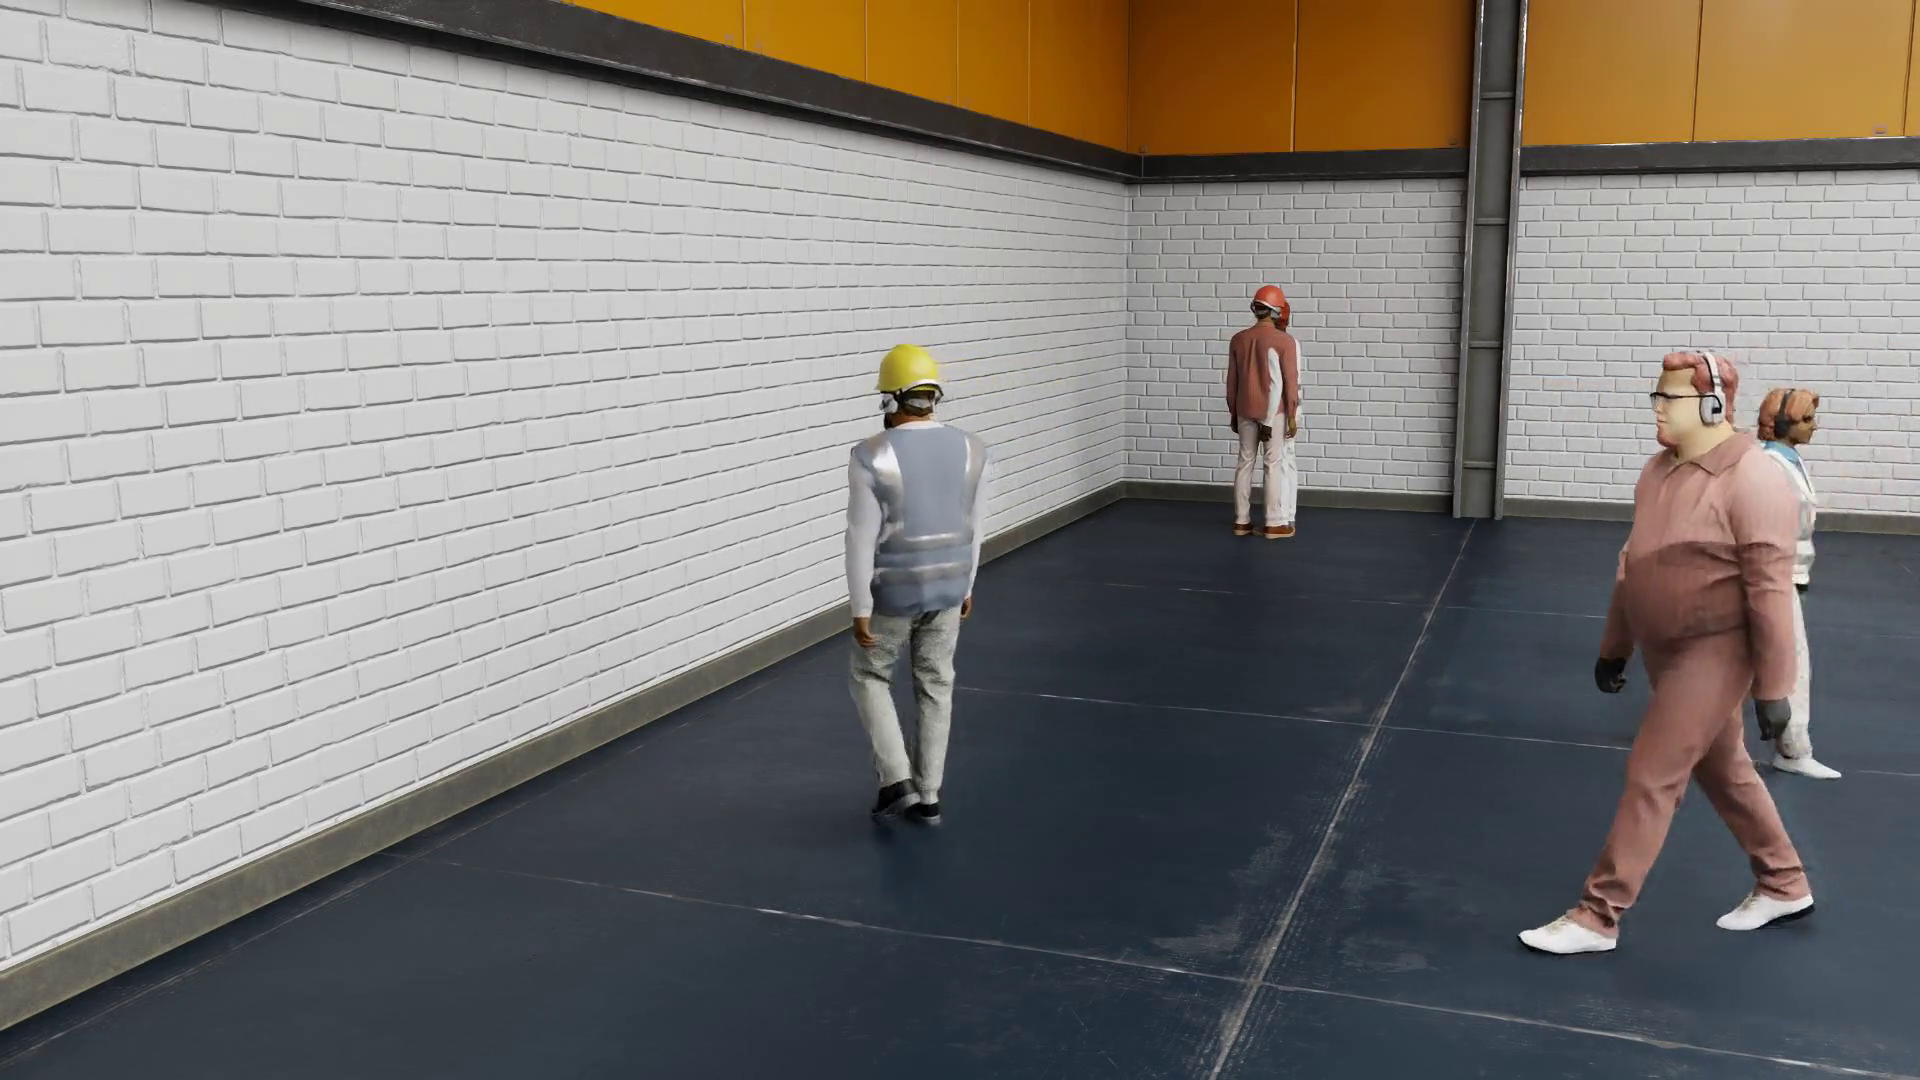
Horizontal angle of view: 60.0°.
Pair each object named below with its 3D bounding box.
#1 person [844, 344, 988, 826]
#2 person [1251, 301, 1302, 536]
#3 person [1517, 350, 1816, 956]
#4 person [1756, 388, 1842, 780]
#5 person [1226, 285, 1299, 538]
[{"bbox_3d":[-0.174,0.184,6.201,0.602,1.818,0.420,-5,10,-28],"label":"person"},{"bbox_3d":[2.527,-0.964,13.212,0.354,1.881,0.576,5,10,28],"label":"person"},{"bbox_3d":[2.250,0.348,5.086,1.004,1.859,0.662,-1,9,-4],"label":"person"},{"bbox_3d":[3.359,0.161,6.976,0.671,1.616,0.522,5,10,30],"label":"person"},{"bbox_3d":[2.408,-1.012,13.165,0.623,1.989,0.400,8,12,42],"label":"person"}]
